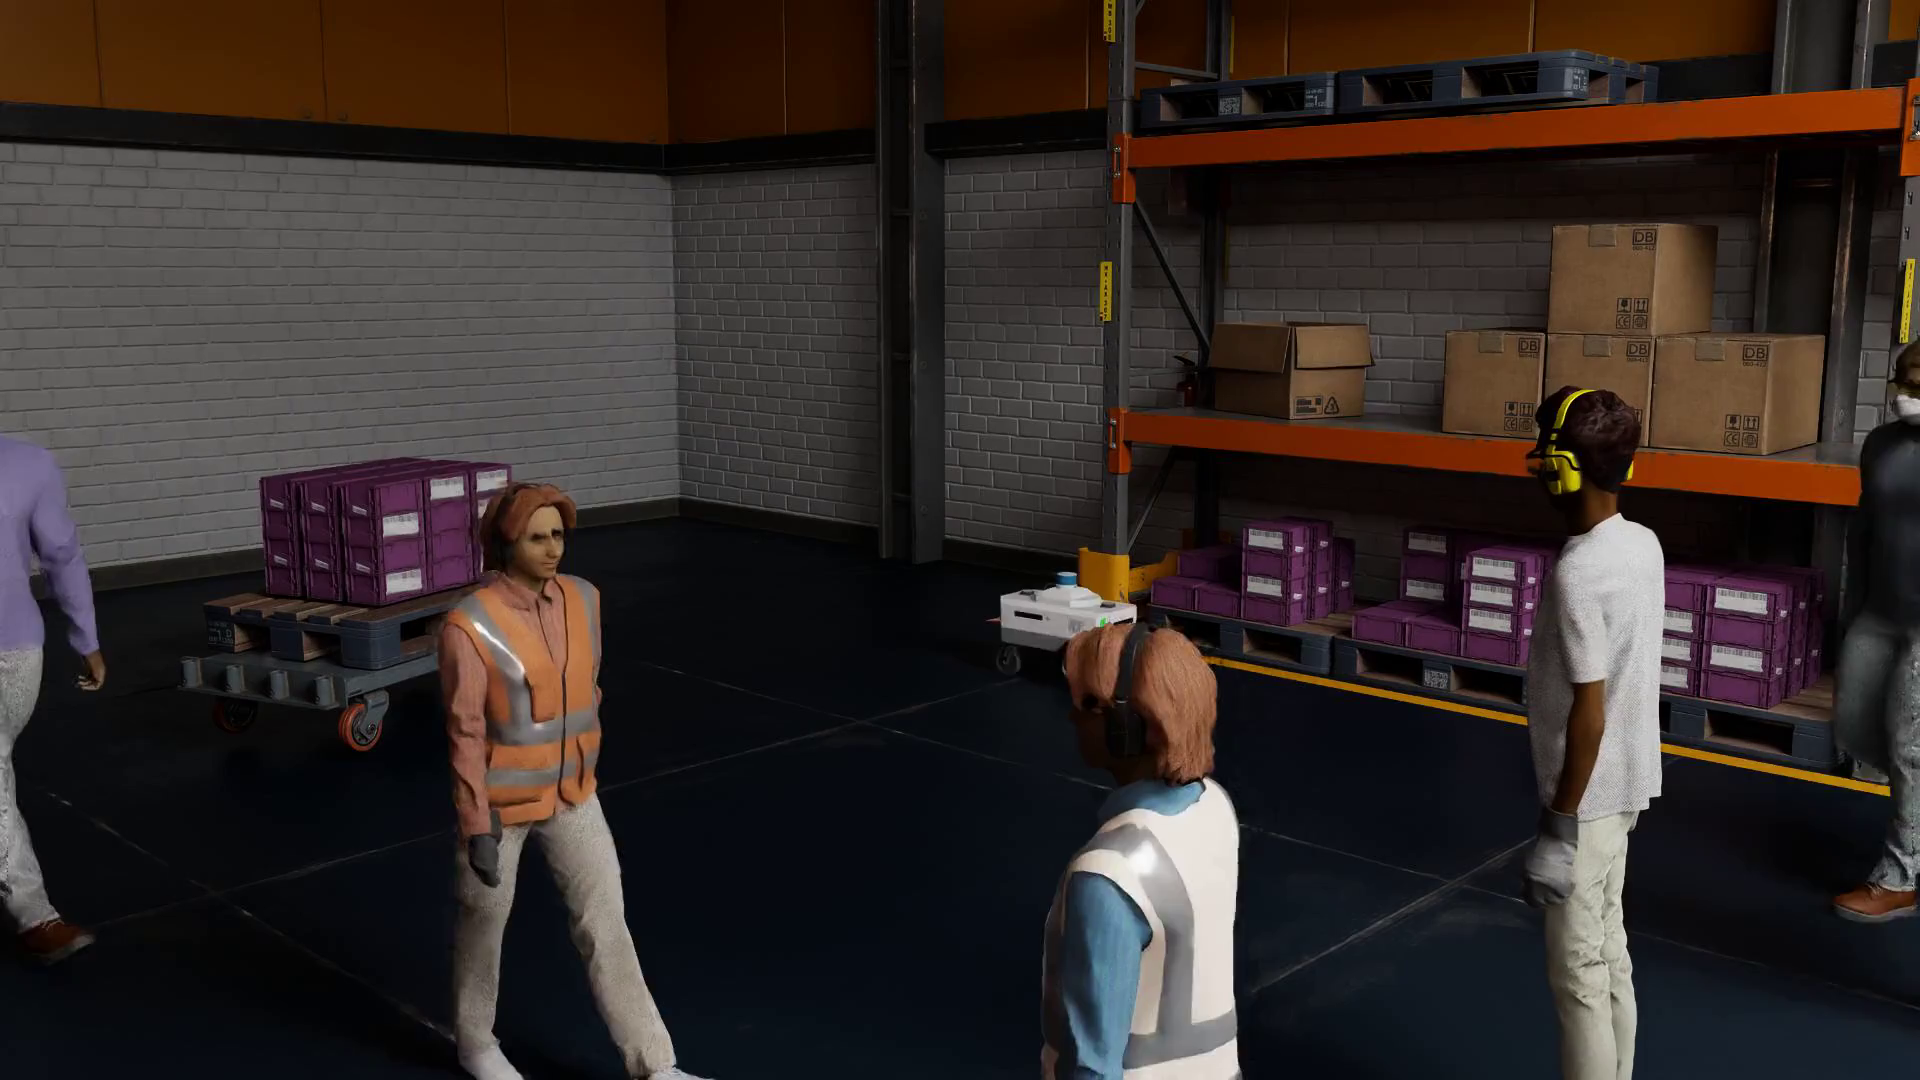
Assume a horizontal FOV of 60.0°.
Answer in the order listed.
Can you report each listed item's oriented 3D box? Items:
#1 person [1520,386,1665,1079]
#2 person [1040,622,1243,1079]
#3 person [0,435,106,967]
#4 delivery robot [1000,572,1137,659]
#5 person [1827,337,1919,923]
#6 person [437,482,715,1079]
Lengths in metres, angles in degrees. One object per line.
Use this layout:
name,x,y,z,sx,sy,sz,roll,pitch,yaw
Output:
person,1.375,0.594,3.723,0.335,1.864,0.521,7,11,35
person,0.344,0.920,2.503,0.776,1.611,0.525,4,10,24
person,-3.037,0.343,5.190,1.012,1.884,0.651,6,11,32
delivery robot,0.549,0.408,8.567,0.707,0.478,0.477,8,12,39
person,3.159,0.288,5.396,0.581,1.918,0.652,-2,10,-13
person,-1.002,0.661,4.086,0.840,1.591,0.545,7,11,35
